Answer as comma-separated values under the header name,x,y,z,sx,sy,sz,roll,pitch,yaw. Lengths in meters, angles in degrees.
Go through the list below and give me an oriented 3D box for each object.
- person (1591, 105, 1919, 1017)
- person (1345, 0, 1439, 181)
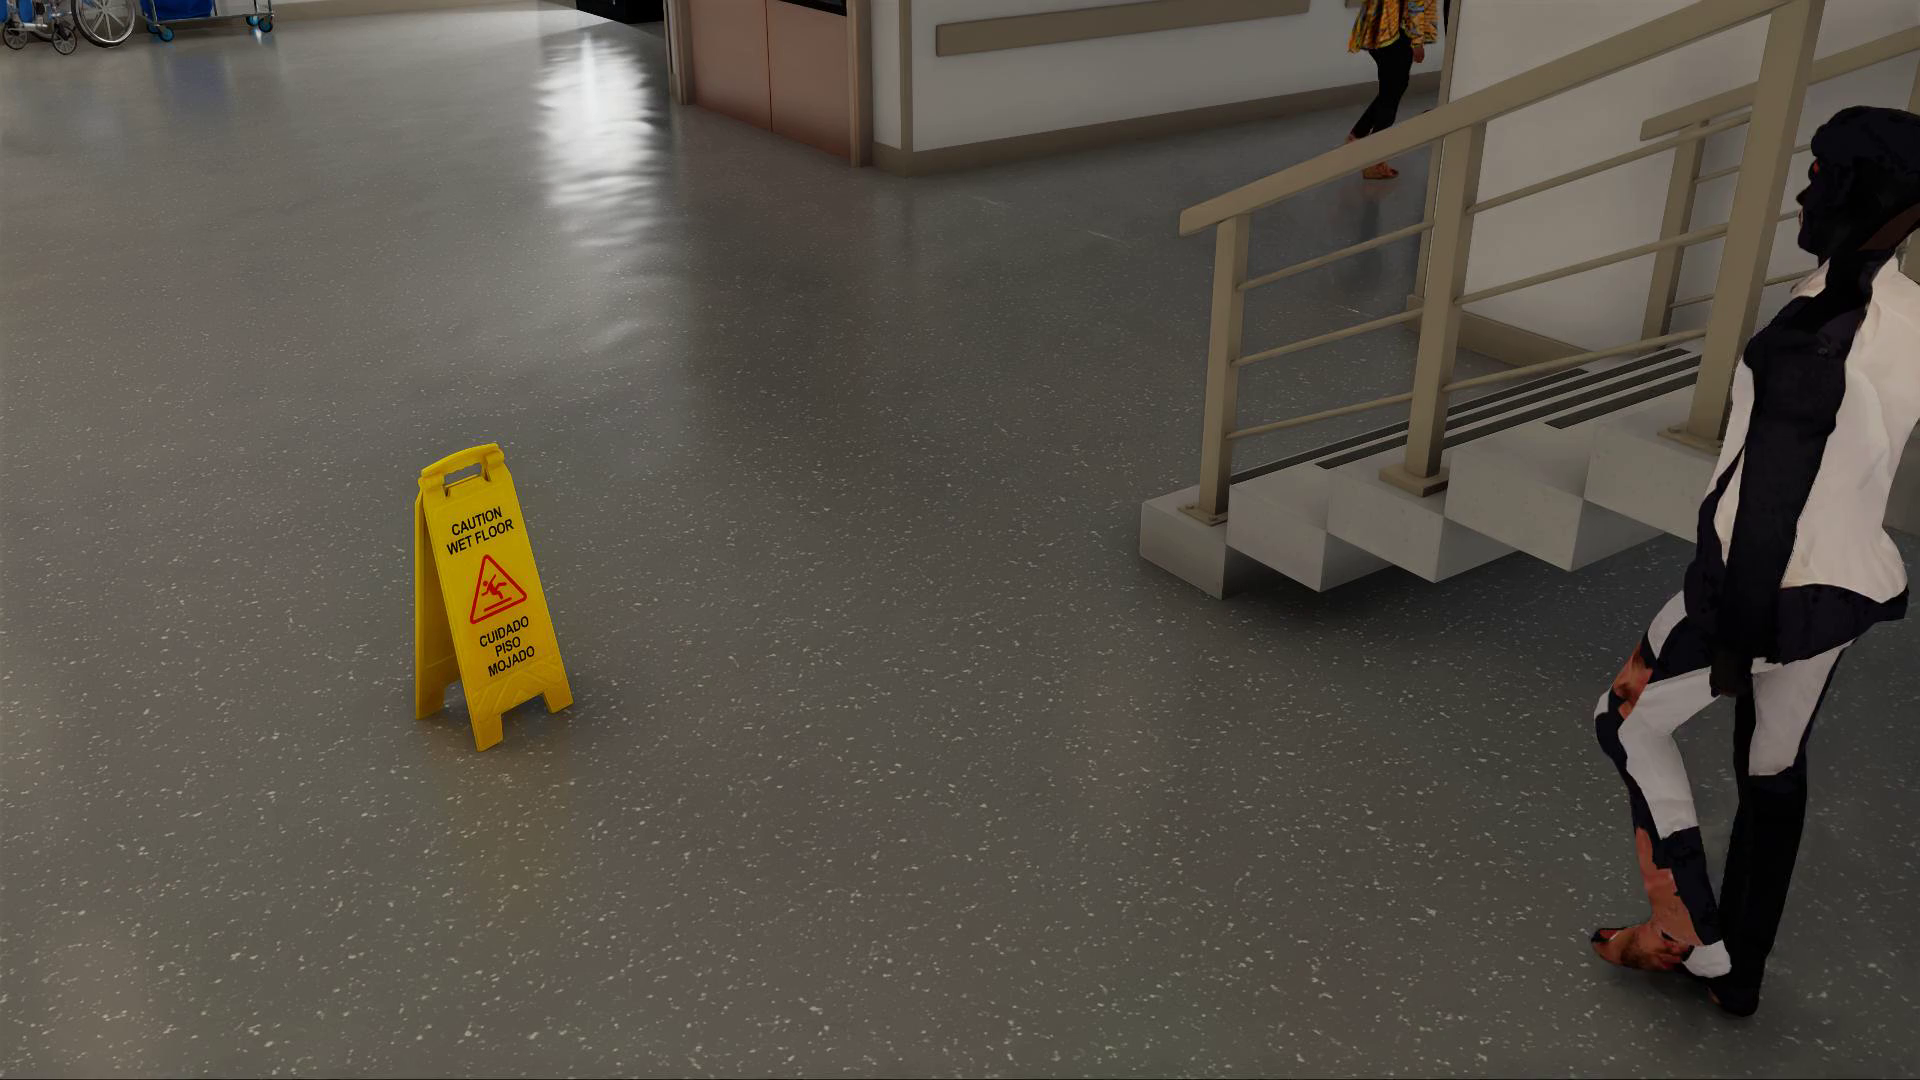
name,x,y,z,sx,sy,sz,roll,pitch,yaw
person,1.648,0.151,3.206,0.700,1.877,0.654,-15,30,-28
person,2.520,-2.987,9.978,0.915,1.646,0.837,-4,26,-9
